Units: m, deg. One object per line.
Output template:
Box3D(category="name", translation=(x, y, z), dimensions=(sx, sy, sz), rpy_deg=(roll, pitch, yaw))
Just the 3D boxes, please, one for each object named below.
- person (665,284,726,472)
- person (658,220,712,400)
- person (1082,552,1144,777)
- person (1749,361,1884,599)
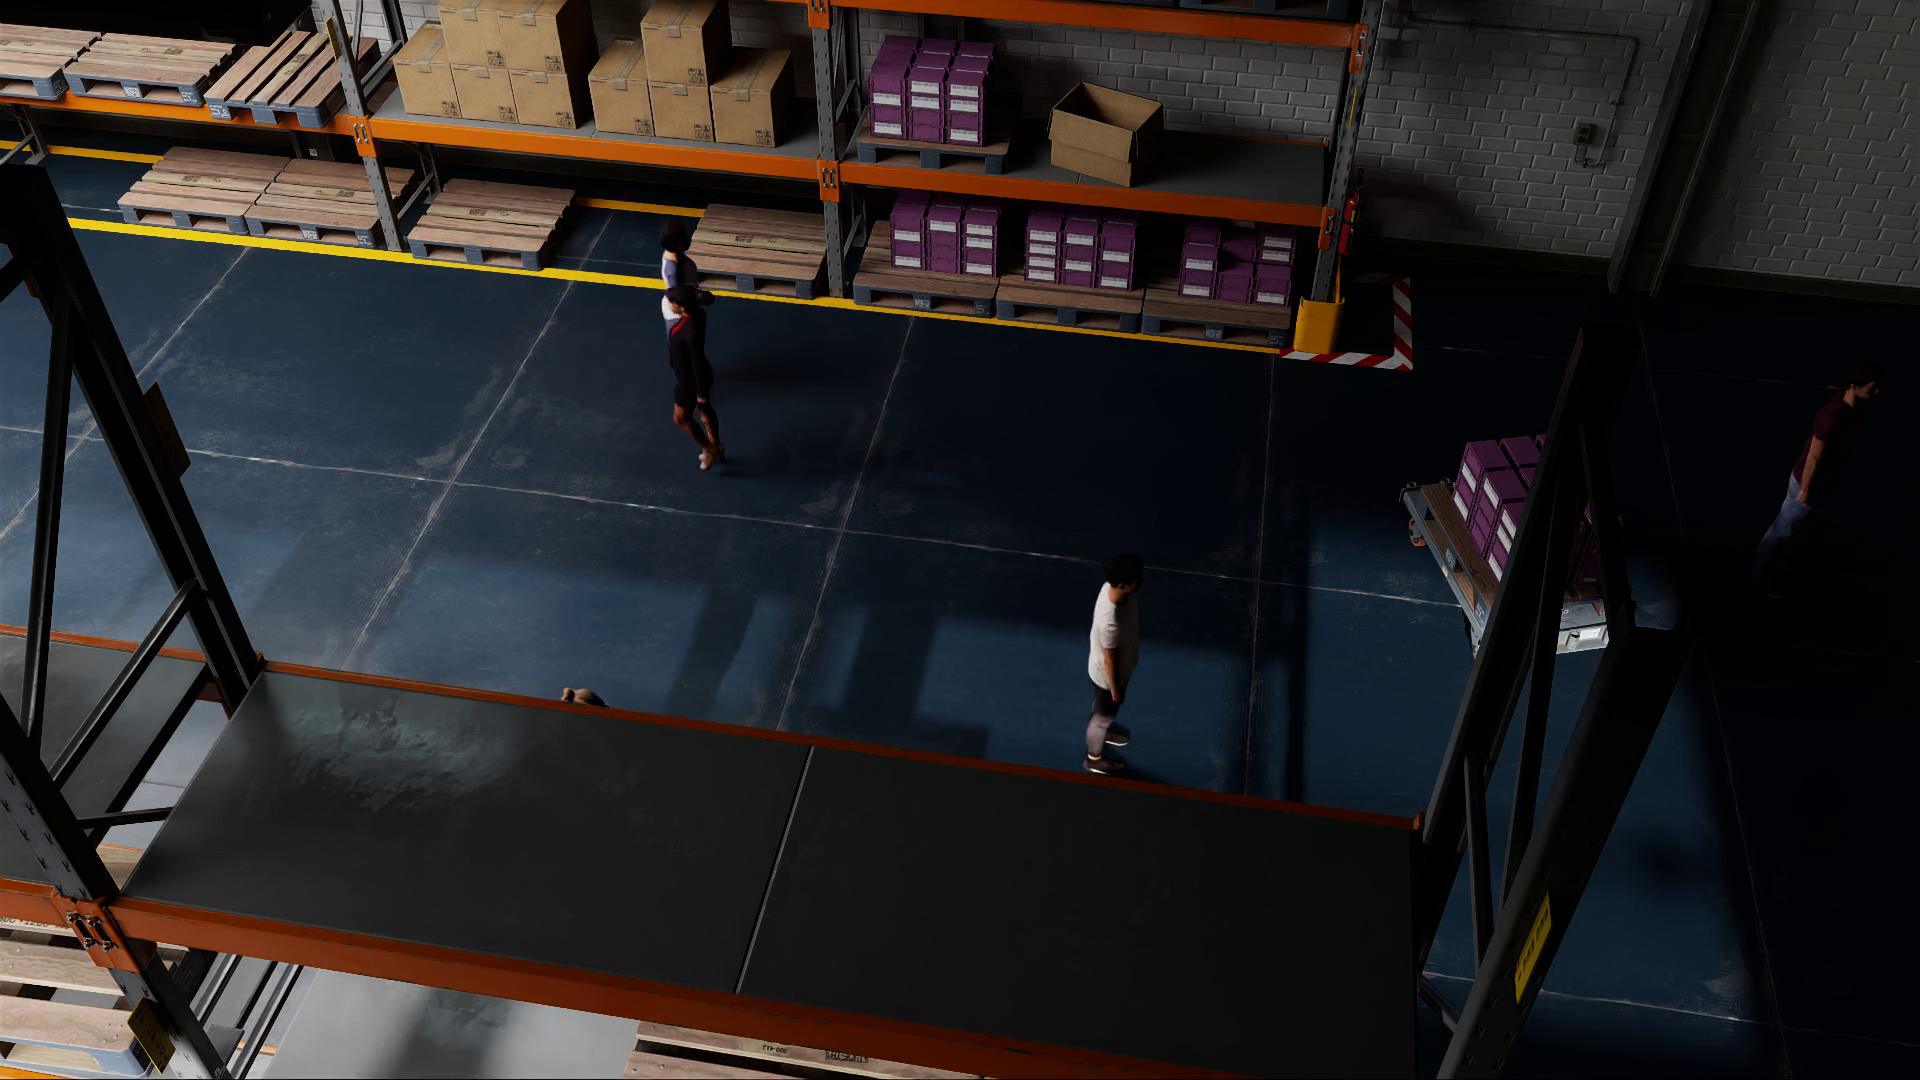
Box3D(category="person", translation=(-1.832, -1.156, 12.035), dimensions=(0.670, 1.628, 0.636), rpy_deg=(-1, 44, -1))
Box3D(category="person", translation=(-2.133, -1.767, 12.722), dimensions=(0.634, 1.565, 0.637), rpy_deg=(-8, 44, -8))
Box3D(category="person", translation=(0.898, 0.720, 10.002), dimensions=(0.538, 1.718, 0.630), rpy_deg=(10, 44, 10))
Box3D(category="person", translation=(5.726, -0.449, 11.129), dimensions=(0.743, 1.855, 0.743), rpy_deg=(32, 52, 29))
